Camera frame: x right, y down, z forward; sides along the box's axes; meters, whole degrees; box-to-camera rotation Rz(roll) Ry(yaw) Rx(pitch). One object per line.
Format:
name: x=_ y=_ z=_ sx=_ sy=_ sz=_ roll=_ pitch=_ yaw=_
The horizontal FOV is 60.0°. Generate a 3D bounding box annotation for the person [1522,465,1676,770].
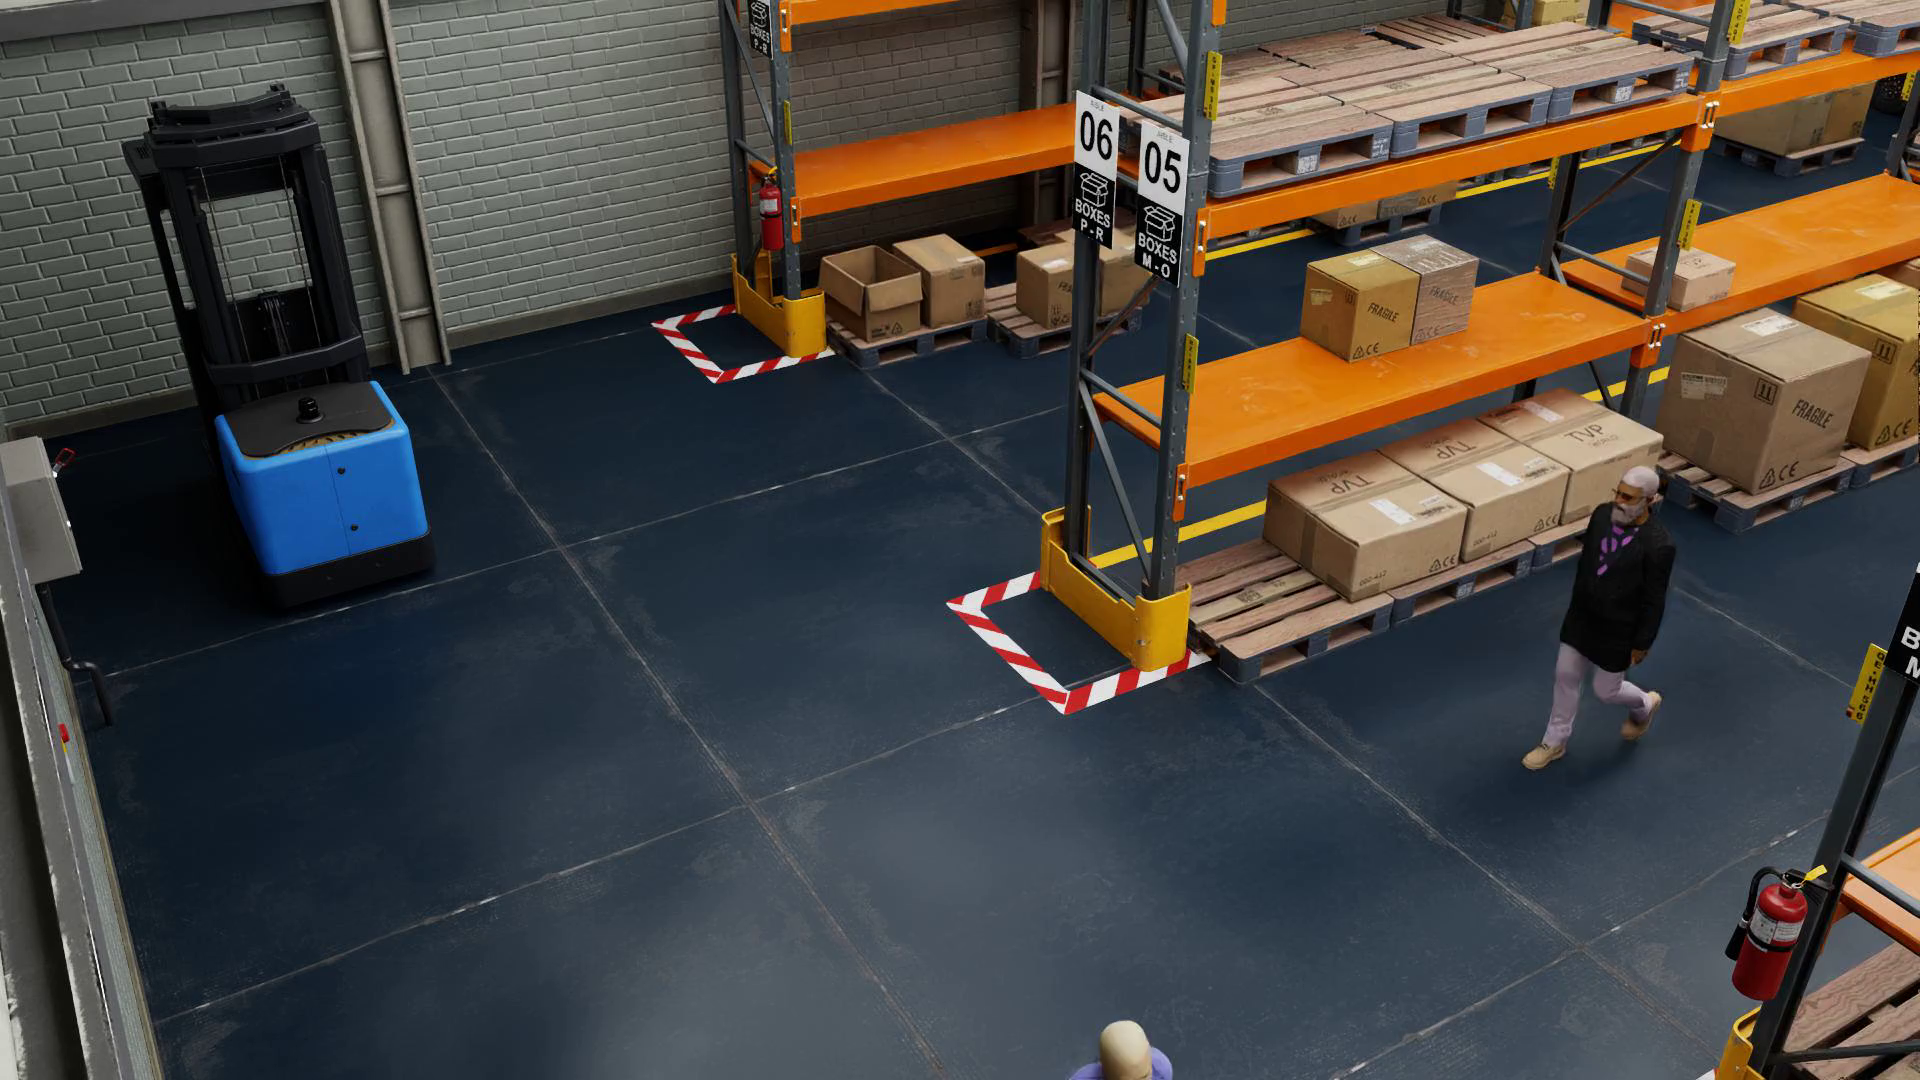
person: x=3.472 y=0.408 z=8.795 sx=0.733 sy=1.834 sz=0.540 roll=-15 pitch=35 yaw=-23

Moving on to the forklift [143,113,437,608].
forklift: x=-4.289 y=-1.259 z=10.509 sx=1.129 sy=2.768 sz=1.873 roll=-17 pitch=36 yaw=-26

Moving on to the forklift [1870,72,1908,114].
forklift: x=11.468 y=-5.645 z=18.244 sx=1.214 sy=2.155 sz=2.313 roll=-17 pitch=36 yaw=-26

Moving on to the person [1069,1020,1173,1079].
person: x=0.542 y=2.313 z=5.800 sx=0.591 sy=1.746 sz=0.941 roll=-17 pitch=36 yaw=-26
